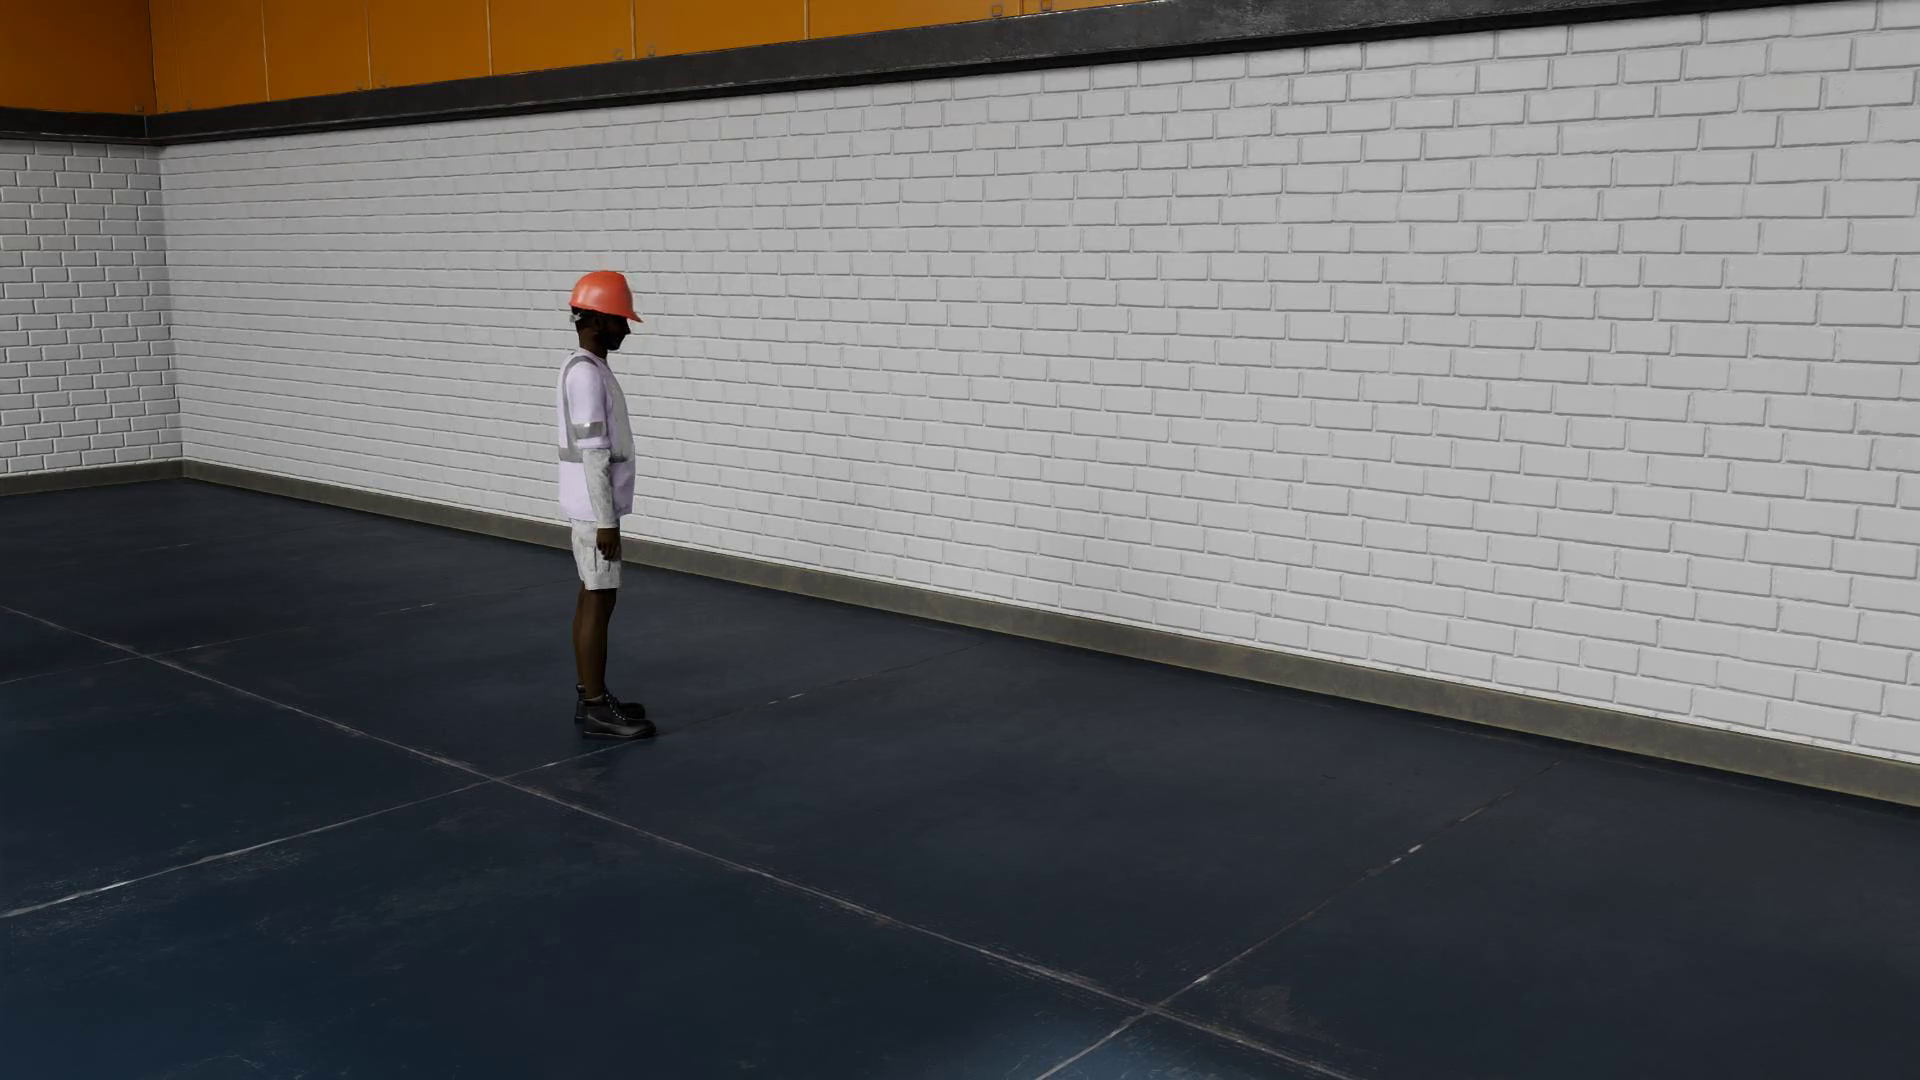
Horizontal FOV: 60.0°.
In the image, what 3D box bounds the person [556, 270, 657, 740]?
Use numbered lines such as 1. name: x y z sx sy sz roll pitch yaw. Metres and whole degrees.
1. person: -1.472 -0.141 6.892 0.367 1.932 0.544 -3 10 -16
